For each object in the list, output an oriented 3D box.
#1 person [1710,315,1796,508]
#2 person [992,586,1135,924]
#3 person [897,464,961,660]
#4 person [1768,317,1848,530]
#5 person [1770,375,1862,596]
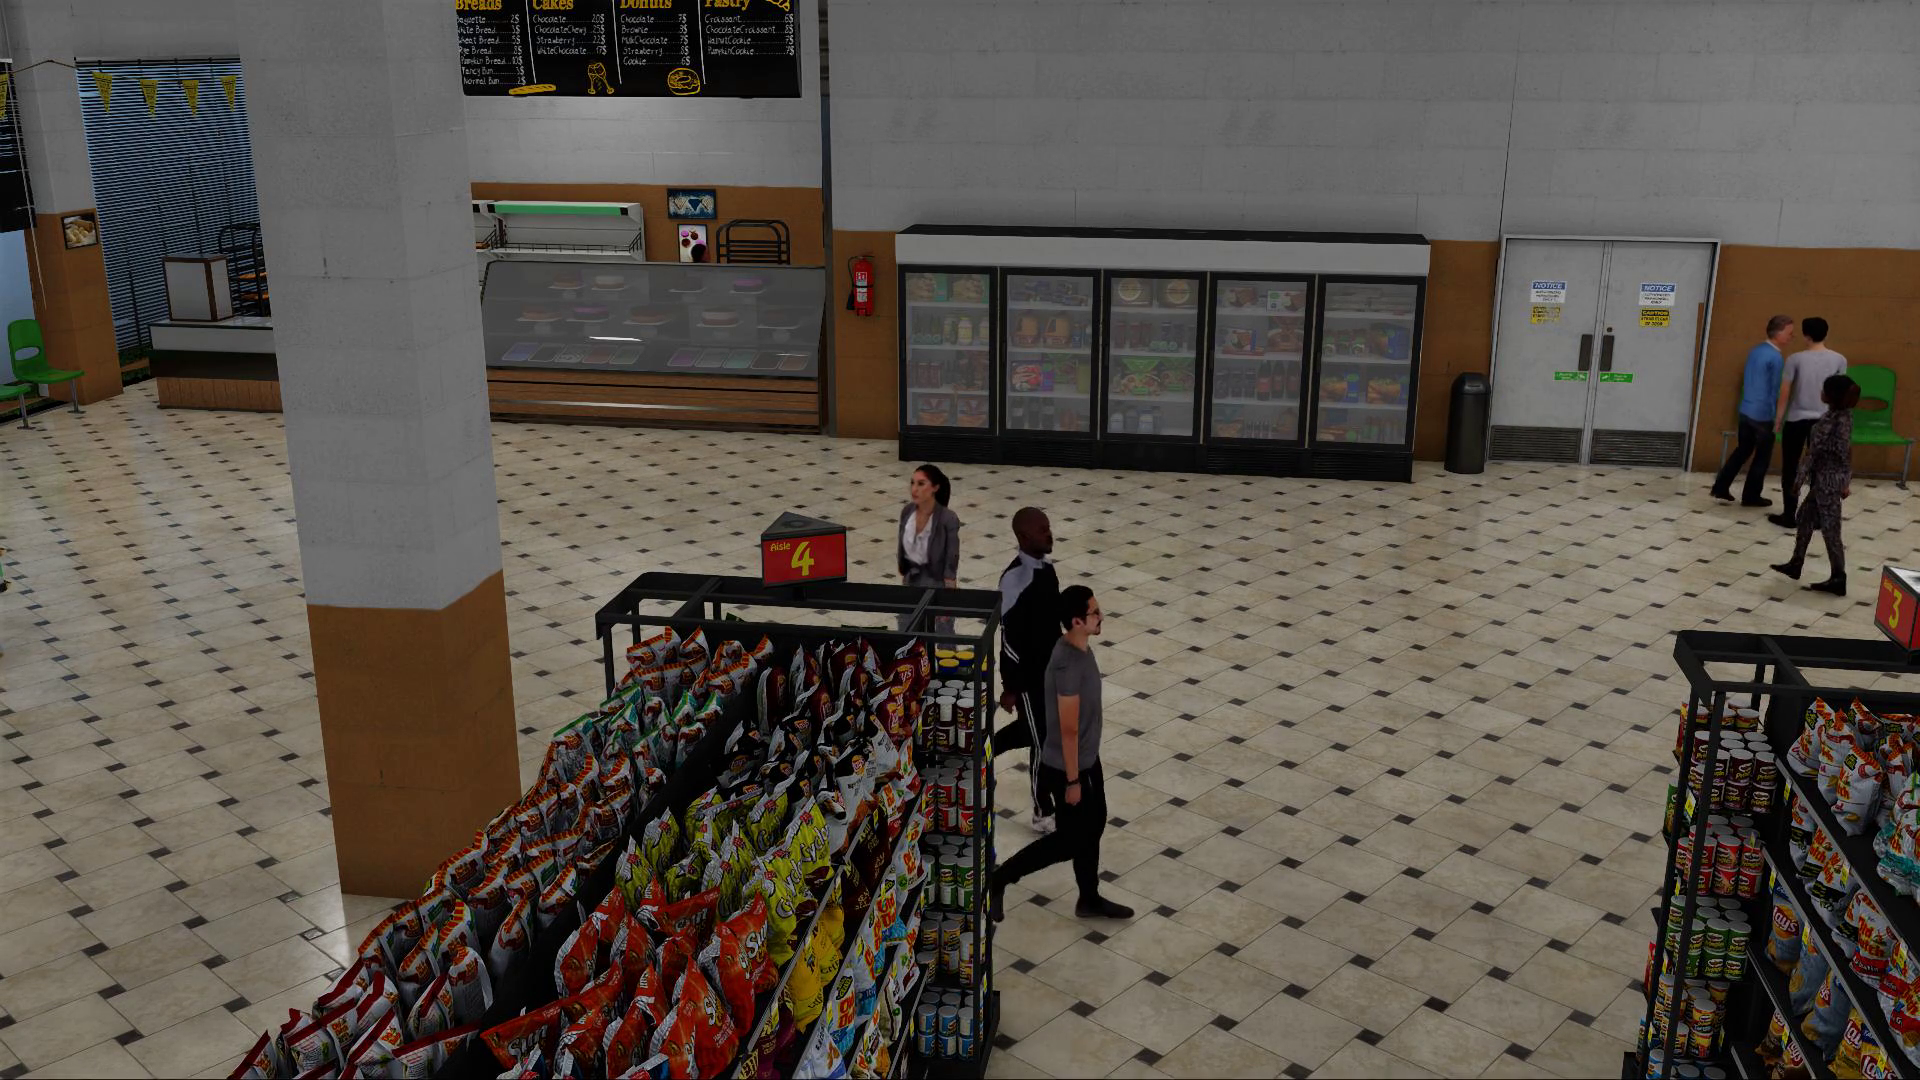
[{"bbox_3d":[7.191,-1.136,15.040,0.892,1.778,0.822,-4,17,-13],"label":"person"},{"bbox_3d":[0.448,1.054,7.905,0.726,1.734,0.944,1,17,5],"label":"person"},{"bbox_3d":[-0.134,0.326,10.438,0.862,1.654,1.027,11,20,33],"label":"person"},{"bbox_3d":[7.426,-1.004,14.480,0.795,1.852,0.530,6,18,20],"label":"person"},{"bbox_3d":[6.758,-0.394,12.751,0.908,1.689,0.932,-15,23,-41],"label":"person"}]
